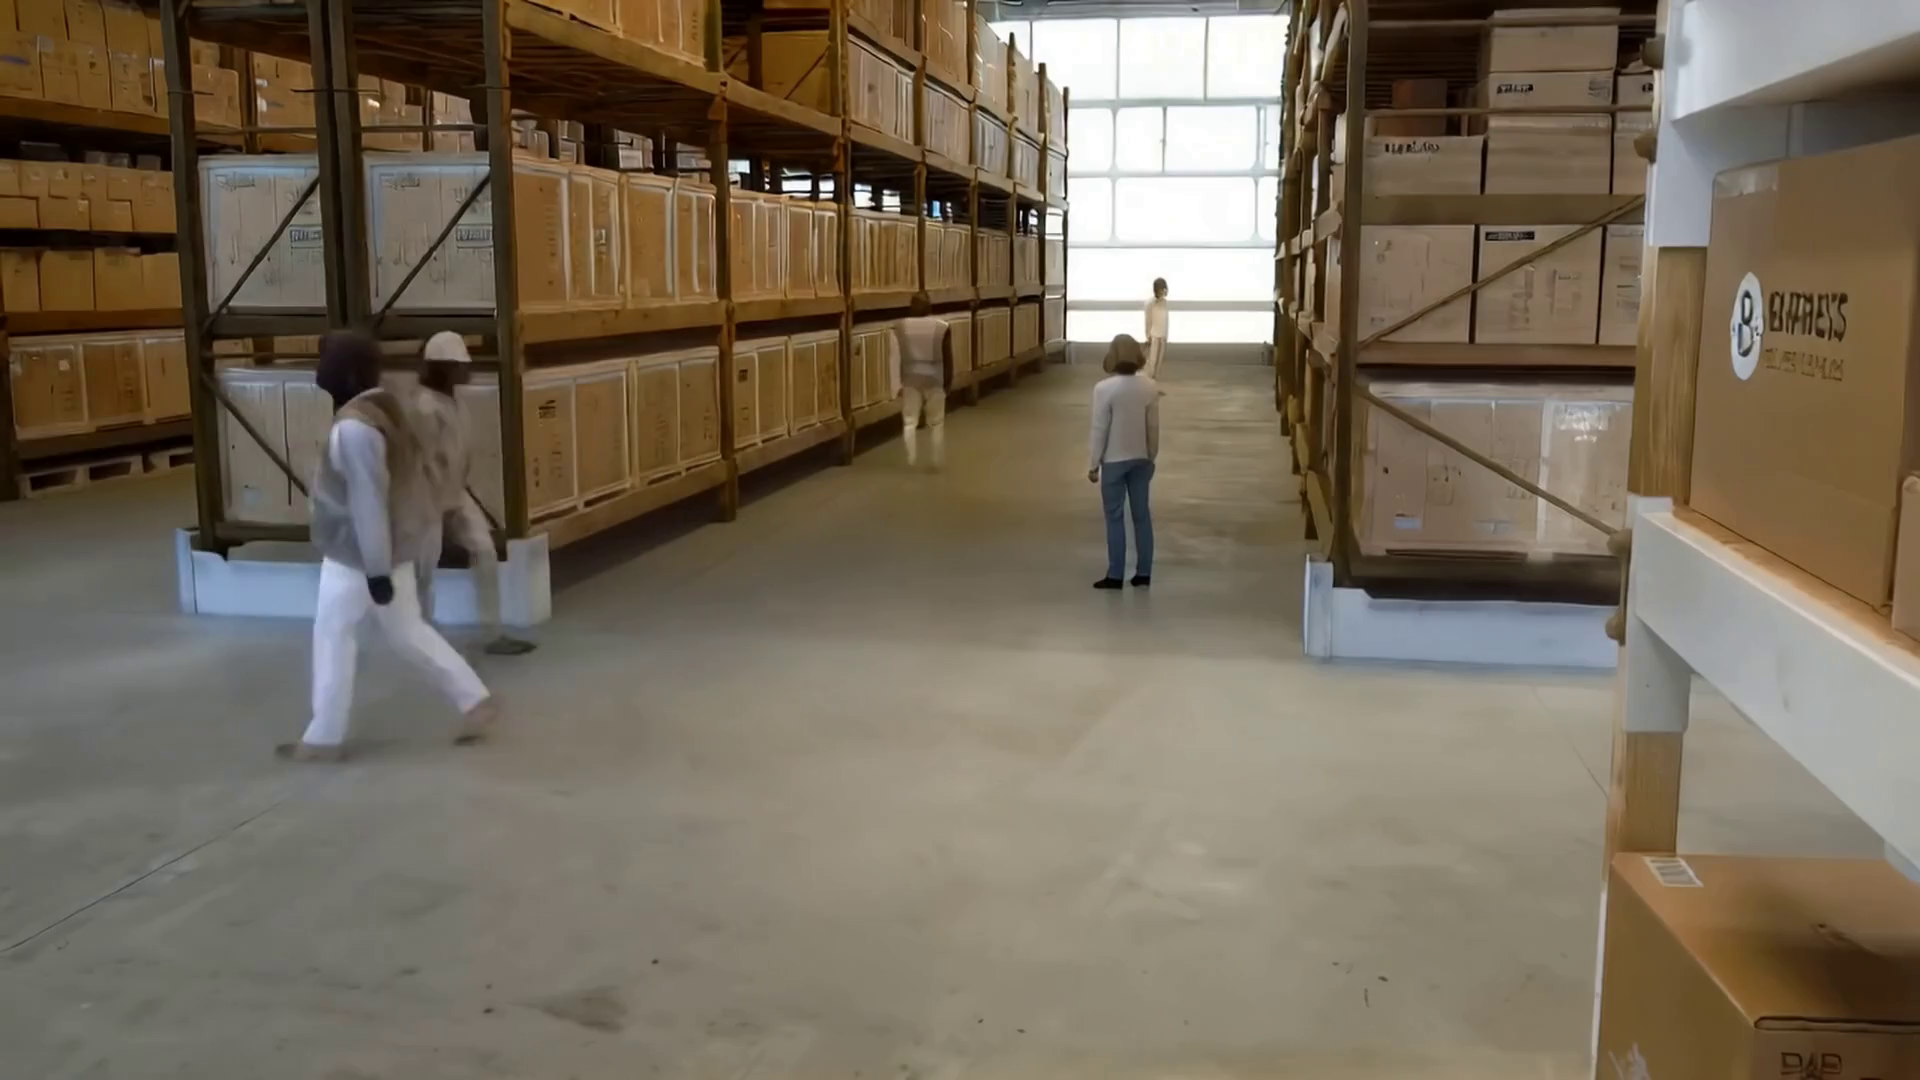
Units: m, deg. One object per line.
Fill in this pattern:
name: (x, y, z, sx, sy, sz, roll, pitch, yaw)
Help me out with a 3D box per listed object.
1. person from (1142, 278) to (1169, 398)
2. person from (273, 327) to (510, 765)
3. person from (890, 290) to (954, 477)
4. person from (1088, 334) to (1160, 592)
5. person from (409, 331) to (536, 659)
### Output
person: (3.179, -3.261, 26.876, 0.366, 1.930, 0.630, 7, 11, 37)
person: (-2.366, 0.030, 6.836, 0.893, 1.815, 0.619, -1, 9, -4)
person: (-0.375, -1.542, 16.468, 0.633, 1.841, 0.429, 0, 9, 2)
person: (1.042, -0.485, 10.558, 0.509, 1.631, 0.269, -5, 11, -30)
person: (-2.558, -0.206, 8.565, 0.765, 1.714, 0.490, 2, 9, 11)
